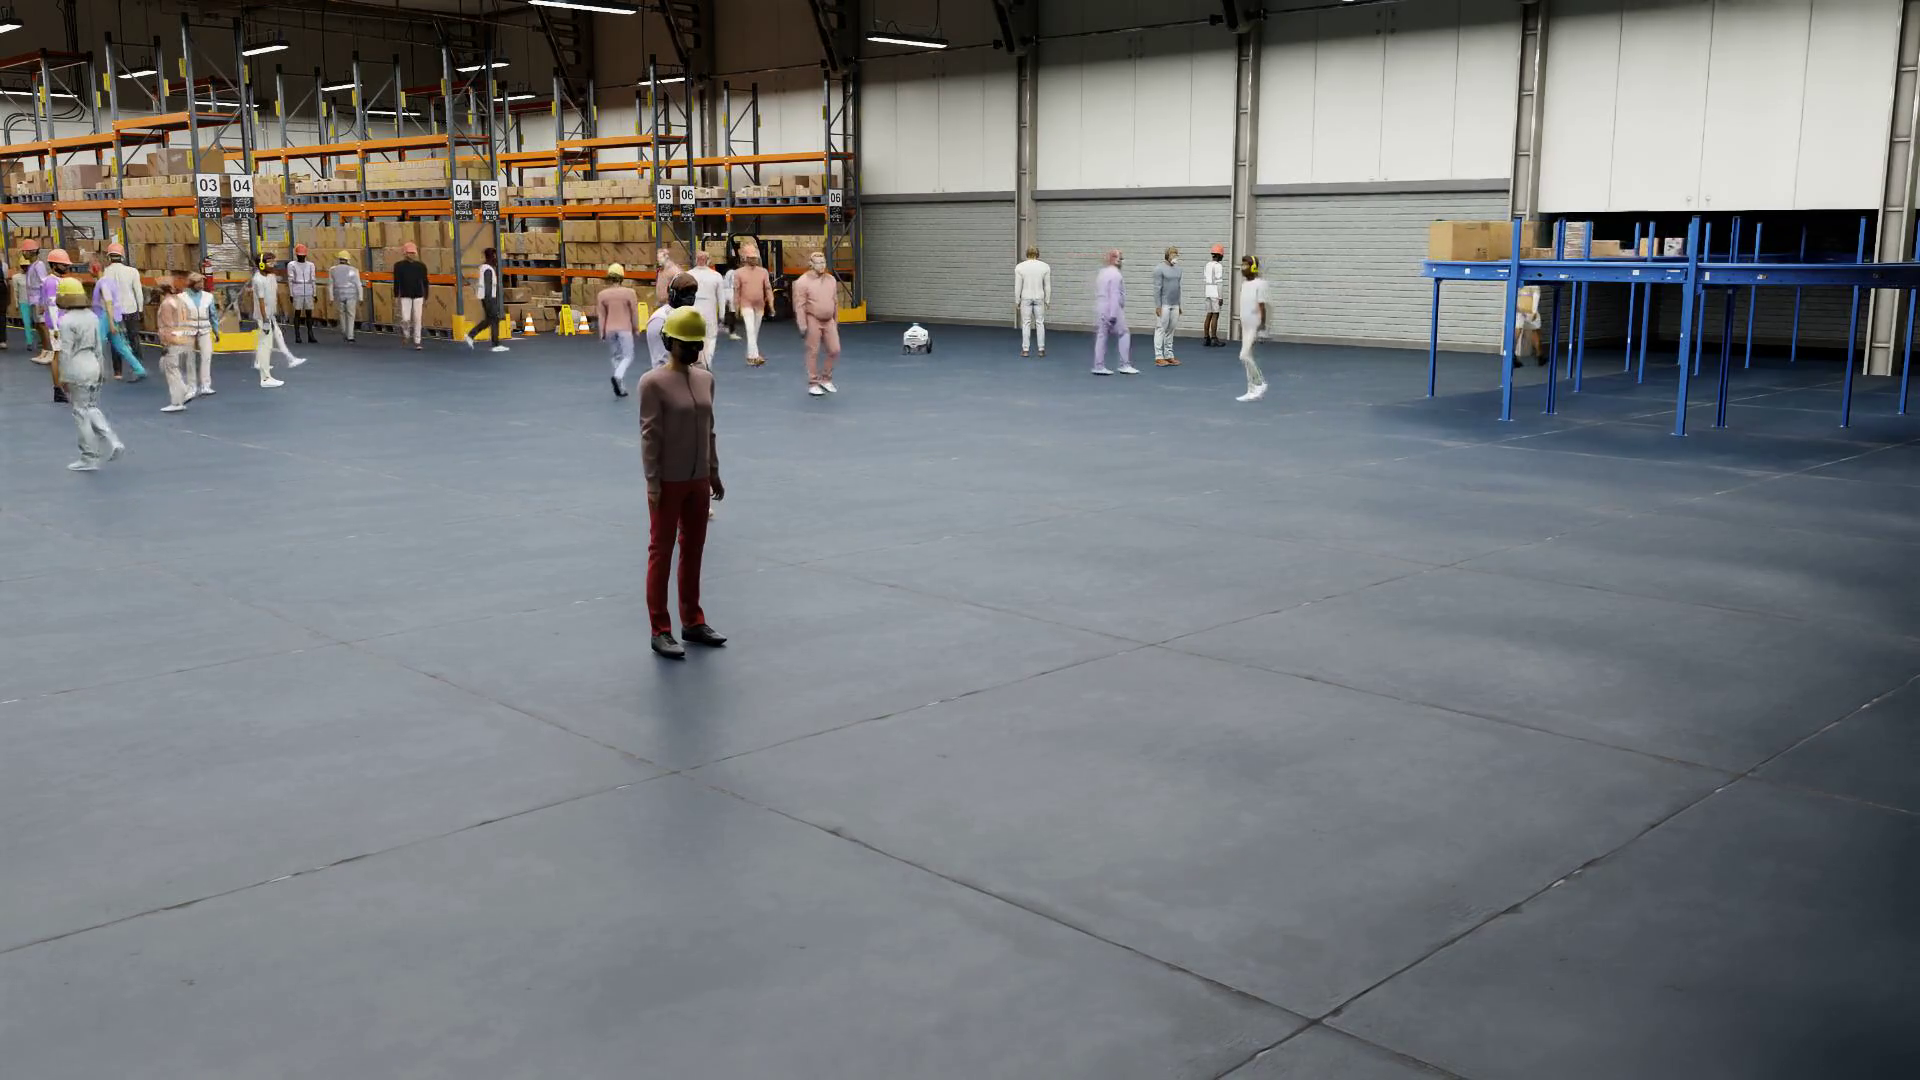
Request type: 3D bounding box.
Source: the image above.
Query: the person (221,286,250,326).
[{"bbox_3d":[-16.968,-5.902,38.917,0.611,1.786,0.926,-8,13,-37],"label":"person"}]

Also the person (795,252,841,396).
[{"bbox_3d":[-1.846,-2.858,22.031,0.671,1.886,0.526,-8,13,-37],"label":"person"}]

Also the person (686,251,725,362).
[{"bbox_3d":[-3.844,-3.370,24.862,0.657,1.886,0.686,0,10,0],"label":"person"}]

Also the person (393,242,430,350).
[{"bbox_3d":[-10.169,-4.528,30.874,0.645,1.980,0.433,-6,12,-28],"label":"person"}]

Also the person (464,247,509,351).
[{"bbox_3d":[-8.720,-4.421,30.545,0.698,1.894,0.597,-4,11,-21],"label":"person"}]

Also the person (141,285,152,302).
[{"bbox_3d":[-20.983,-6.488,42.637,0.508,1.590,0.825,-7,13,-35],"label":"person"}]

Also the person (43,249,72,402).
[{"bbox_3d":[-11.507,-2.753,21.330,0.374,1.933,0.550,-3,11,-16],"label":"person"}]

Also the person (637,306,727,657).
[{"bbox_3d":[-1.401,-0.306,8.468,0.327,1.760,0.524,7,12,33],"label":"person"}]

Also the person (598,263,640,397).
[{"bbox_3d":[-4.468,-2.730,21.690,0.535,1.749,0.622,2,11,10],"label":"person"}]

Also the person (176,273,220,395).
[{"bbox_3d":[-10.072,-2.701,21.924,0.641,1.597,0.723,-8,13,-38],"label":"person"}]

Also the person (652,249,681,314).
[{"bbox_3d":[-4.925,-3.905,27.750,0.611,1.883,0.635,-5,12,-26],"label":"person"}]

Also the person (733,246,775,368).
[{"bbox_3d":[-3.334,-3.780,26.915,0.609,1.940,1.029,-6,12,-30],"label":"person"}]

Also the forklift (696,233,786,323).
[{"bbox_3d":[-5.496,-6.489,41.108,2.313,2.155,1.214,-10,14,-44],"label":"forklift"}]

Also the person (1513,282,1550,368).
[{"bbox_3d":[9.199,-3.741,26.819,0.889,1.896,0.561,-8,13,-37],"label":"person"}]

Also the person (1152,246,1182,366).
[{"bbox_3d":[3.395,-3.811,27.096,0.630,1.937,0.373,-10,14,-43],"label":"person"}]

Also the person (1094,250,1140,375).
[{"bbox_3d":[2.402,-3.454,25.287,0.797,1.877,0.654,-4,11,-20],"label":"person"}]

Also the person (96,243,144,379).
[{"bbox_3d":[-12.428,-3.393,24.654,0.608,1.996,0.382,-4,11,-23],"label":"person"}]

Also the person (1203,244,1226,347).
[{"bbox_3d":[4.893,-4.682,31.843,0.368,1.933,0.552,-4,11,-21],"label":"person"}]

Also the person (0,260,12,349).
[{"bbox_3d":[-18.248,-4.615,31.310,0.704,2.000,0.731,-8,13,-37],"label":"person"}]

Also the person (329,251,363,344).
[{"bbox_3d":[-12.024,-4.773,32.707,0.624,1.802,0.790,0,10,-2],"label":"person"}]

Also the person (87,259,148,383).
[{"bbox_3d":[-12.191,-3.129,23.805,0.952,1.791,0.554,-5,11,-24],"label":"person"}]

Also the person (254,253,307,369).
[{"bbox_3d":[-10.817,-3.617,26.323,0.933,1.825,0.557,0,10,1],"label":"person"}]

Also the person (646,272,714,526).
[{"bbox_3d":[-2.045,-1.049,12.300,0.430,1.841,0.624,4,11,21],"label":"person"}]

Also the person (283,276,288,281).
[{"bbox_3d":[-18.323,-7.054,45.739,0.869,1.584,0.517,8,13,37],"label":"person"}]

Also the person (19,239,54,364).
[{"bbox_3d":[-15.264,-3.936,27.487,0.391,2.040,0.615,-9,13,-39],"label":"person"}]

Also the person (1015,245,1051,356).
[{"bbox_3d":[1.274,-4.202,29.224,0.633,1.936,0.355,-1,10,-3],"label":"person"}]

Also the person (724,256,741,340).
[{"bbox_3d":[-4.577,-4.901,33.736,0.369,1.688,0.544,-5,12,-26],"label":"person"}]

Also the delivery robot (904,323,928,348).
[{"bbox_3d":[-0.792,-3.656,29.880,0.477,0.478,0.707,1,10,7],"label":"delivery robot"}]

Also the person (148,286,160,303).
[{"bbox_3d":[-21.474,-6.982,44.166,0.638,2.014,0.694,-10,14,-42],"label":"person"}]

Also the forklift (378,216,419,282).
[{"bbox_3d":[-17.868,-9.201,54.028,1.873,2.768,1.129,-10,14,-44],"label":"forklift"}]

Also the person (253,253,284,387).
[{"bbox_3d":[-9.766,-3.100,23.434,0.325,1.865,0.517,-3,11,-16],"label":"person"}]

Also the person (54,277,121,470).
[{"bbox_3d":[-7.944,-1.499,15.017,0.380,1.731,0.503,2,11,9],"label":"person"}]

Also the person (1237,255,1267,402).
[{"bbox_3d":[3.690,-2.692,21.195,0.426,1.861,0.550,-4,11,-20],"label":"person"}]

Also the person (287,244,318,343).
[{"bbox_3d":[-13.029,-4.889,32.997,0.543,1.928,0.374,-8,13,-36],"label":"person"}]

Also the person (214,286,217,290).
[{"bbox_3d":[-21.804,-7.634,48.626,0.732,1.672,0.535,-4,11,-22],"label":"person"}]

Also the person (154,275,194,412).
[{"bbox_3d":[-9.468,-2.350,19.935,0.357,1.625,0.546,-3,11,-18],"label":"person"}]

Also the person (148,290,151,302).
[{"bbox_3d":[-22.234,-7.143,45.434,0.590,1.877,0.993,-7,12,-33],"label":"person"}]

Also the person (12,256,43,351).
[{"bbox_3d":[-17.331,-4.429,31.014,0.527,1.740,0.811,-5,11,-24],"label":"person"}]
